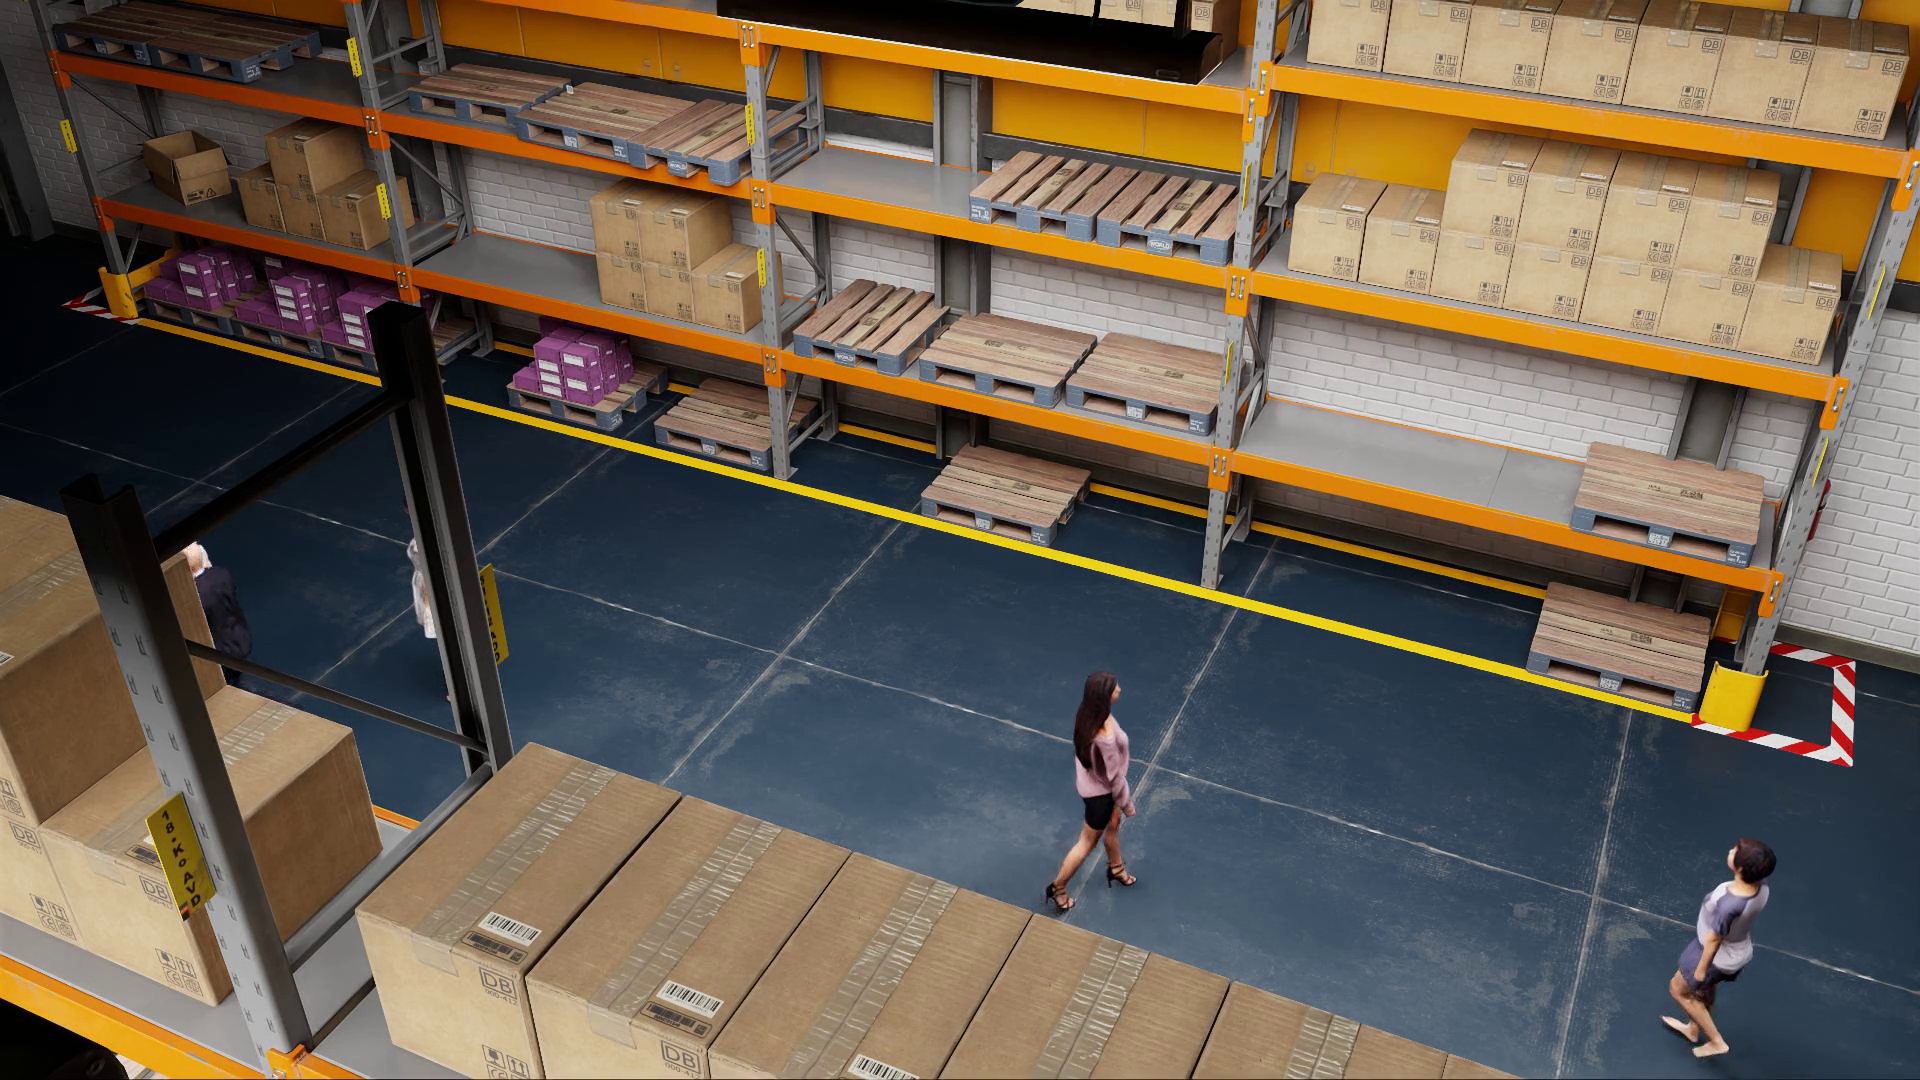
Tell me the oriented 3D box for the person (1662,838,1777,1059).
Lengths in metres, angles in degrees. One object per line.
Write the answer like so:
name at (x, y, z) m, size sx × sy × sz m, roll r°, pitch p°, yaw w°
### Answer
person at (4.267, 2.307, 9.213) m, size 0.708 × 1.549 × 0.770 m, roll -24°, pitch 40°, yaw -31°

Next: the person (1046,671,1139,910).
person at (0.774, 1.569, 10.105) m, size 0.994 × 1.791 × 0.898 m, roll -7°, pitch 34°, yaw -10°

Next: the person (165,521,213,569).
person at (-5.718, 0.368, 12.408) m, size 0.610 × 1.242 × 0.550 m, roll 23°, pitch 40°, yaw 31°

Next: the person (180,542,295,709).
person at (-4.937, 0.777, 11.302) m, size 1.000 × 1.785 × 0.861 m, roll 3°, pitch 34°, yaw 4°
